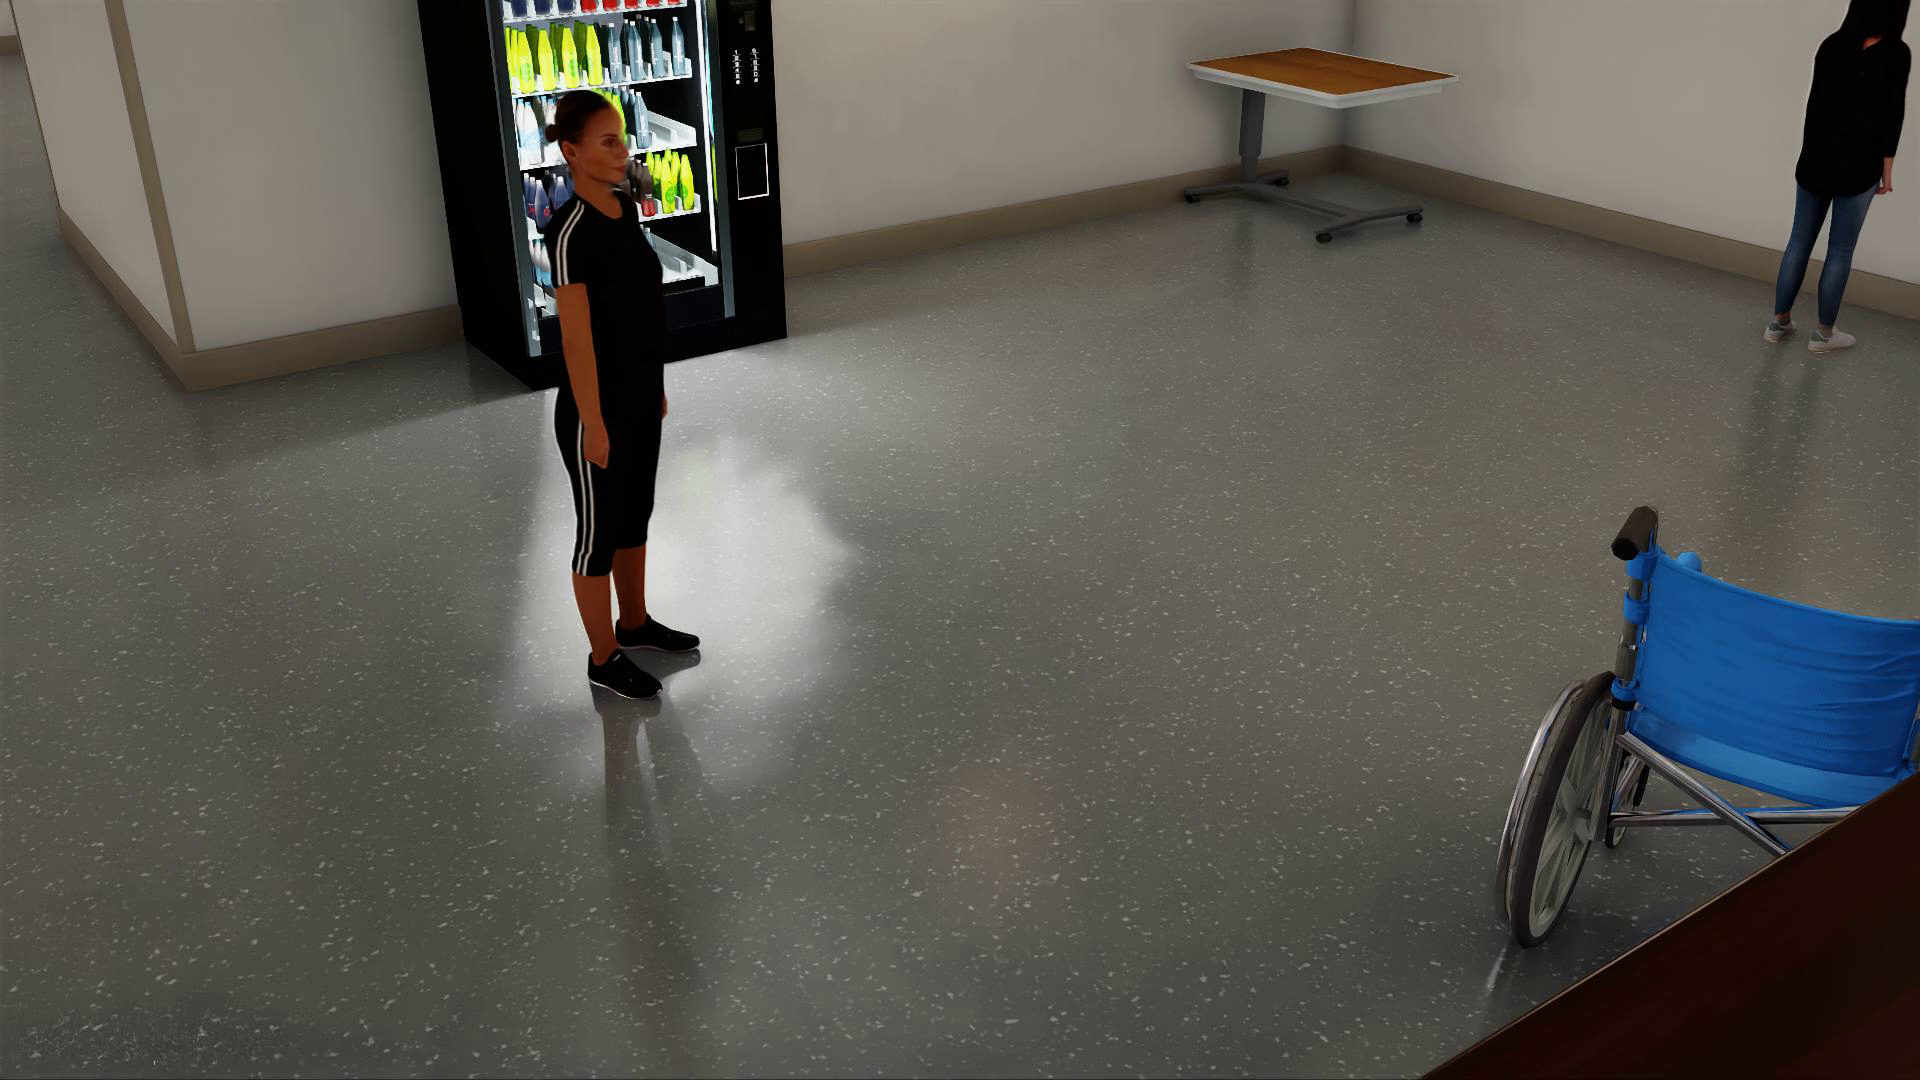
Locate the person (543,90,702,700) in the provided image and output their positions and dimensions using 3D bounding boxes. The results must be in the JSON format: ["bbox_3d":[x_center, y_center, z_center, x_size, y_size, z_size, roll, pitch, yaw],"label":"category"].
[{"bbox_3d":[-0.961,-0.390,4.568,0.715,1.669,0.638,7,27,13],"label":"person"}]

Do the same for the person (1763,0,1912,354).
[{"bbox_3d":[3.812,-1.641,7.188,0.520,1.647,0.564,-19,32,-34],"label":"person"}]
